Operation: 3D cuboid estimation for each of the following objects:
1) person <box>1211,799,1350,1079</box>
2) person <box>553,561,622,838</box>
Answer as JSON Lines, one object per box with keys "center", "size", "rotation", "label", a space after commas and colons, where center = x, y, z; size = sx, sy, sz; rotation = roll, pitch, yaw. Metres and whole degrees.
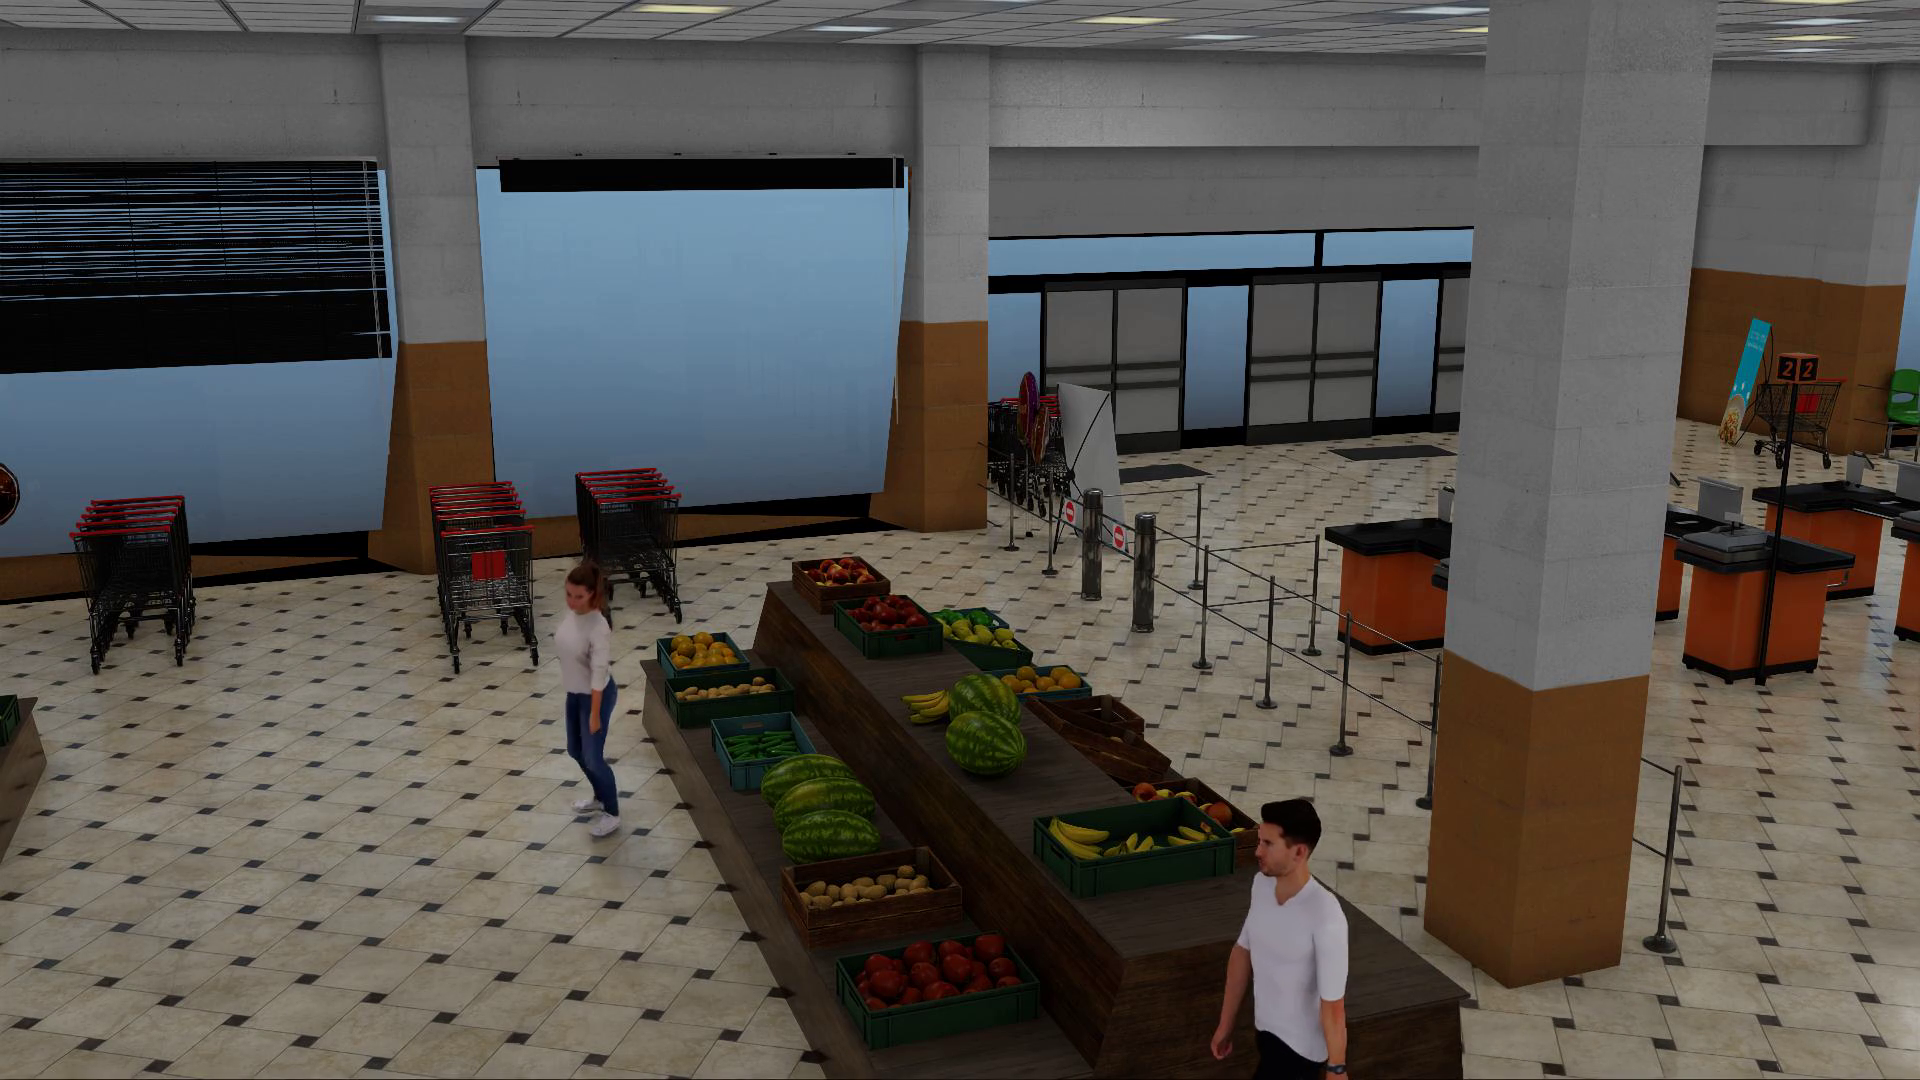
{"center": [1.285, 1.810, 6.096], "size": [0.765, 1.808, 1.192], "rotation": [-5, 14, -18], "label": "person"}
{"center": [-2.171, 0.943, 9.903], "size": [0.888, 1.698, 0.700], "rotation": [-6, 15, -23], "label": "person"}
